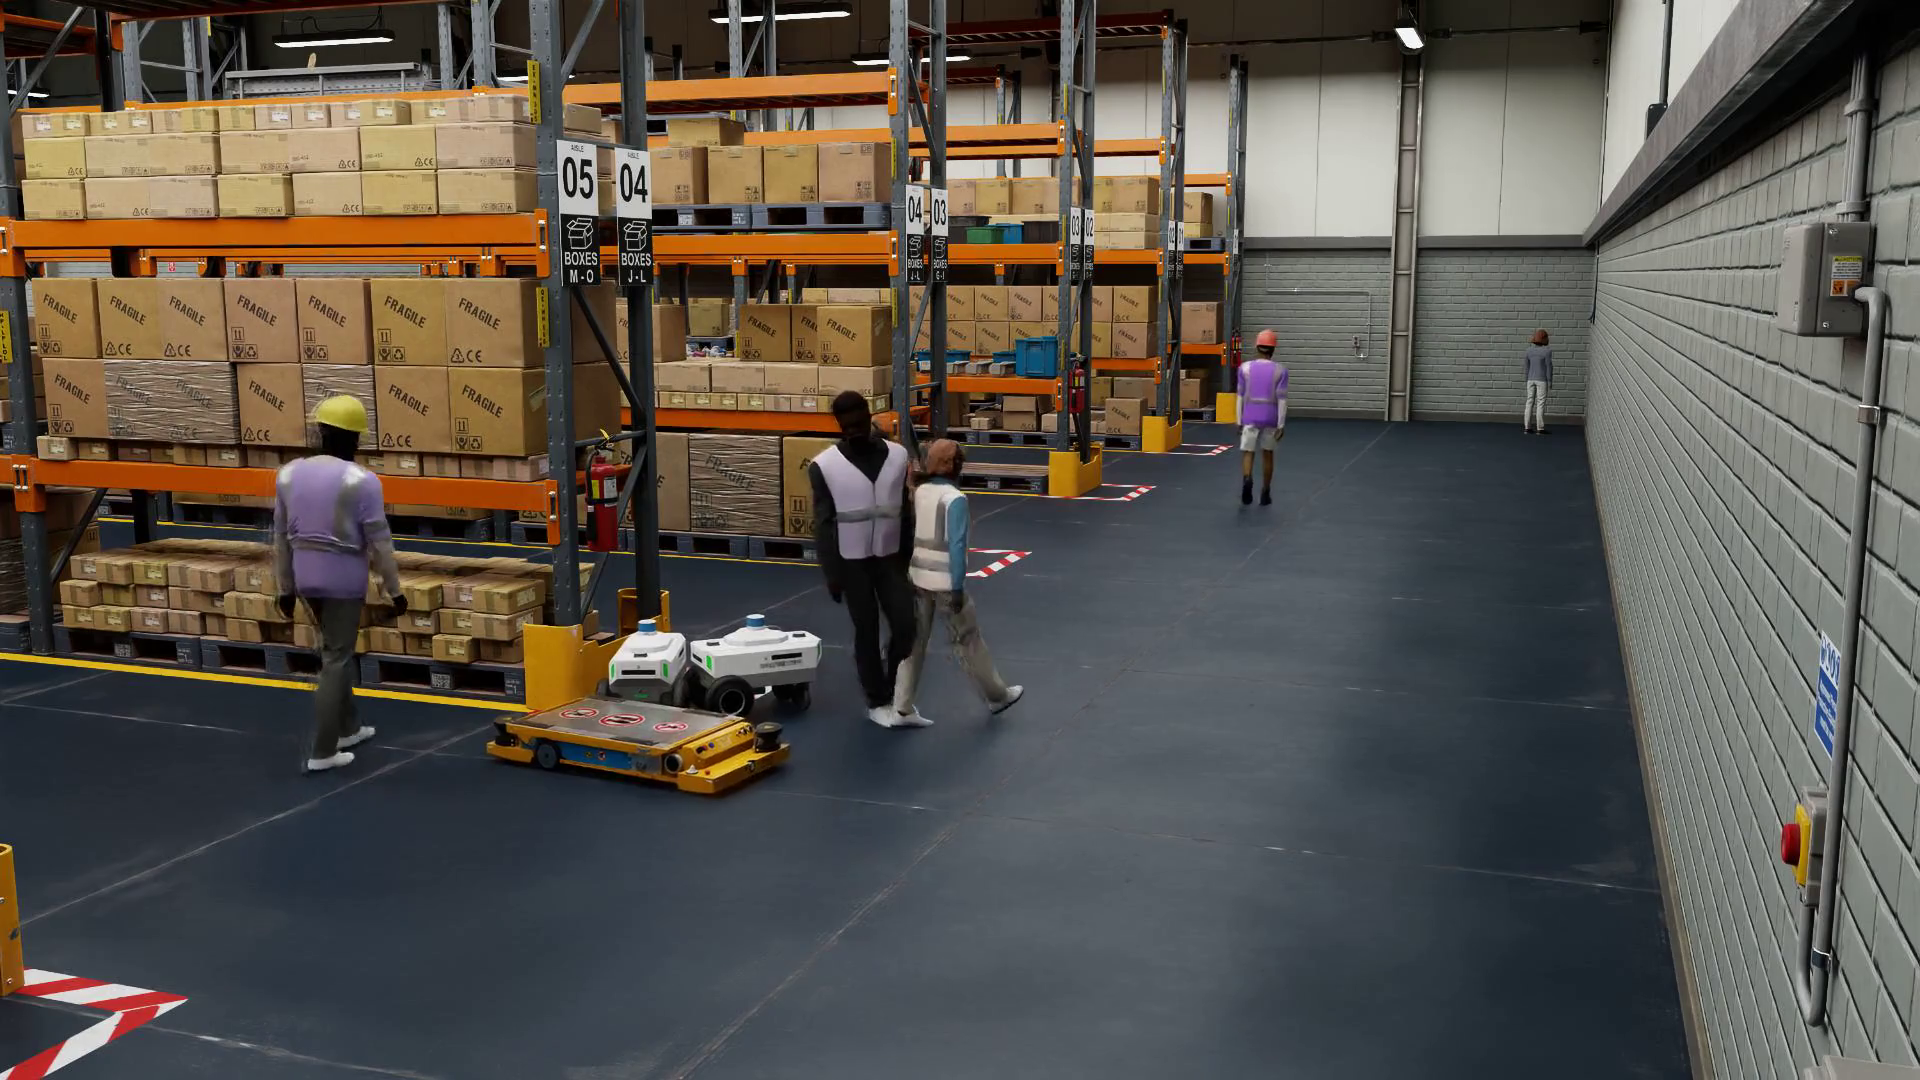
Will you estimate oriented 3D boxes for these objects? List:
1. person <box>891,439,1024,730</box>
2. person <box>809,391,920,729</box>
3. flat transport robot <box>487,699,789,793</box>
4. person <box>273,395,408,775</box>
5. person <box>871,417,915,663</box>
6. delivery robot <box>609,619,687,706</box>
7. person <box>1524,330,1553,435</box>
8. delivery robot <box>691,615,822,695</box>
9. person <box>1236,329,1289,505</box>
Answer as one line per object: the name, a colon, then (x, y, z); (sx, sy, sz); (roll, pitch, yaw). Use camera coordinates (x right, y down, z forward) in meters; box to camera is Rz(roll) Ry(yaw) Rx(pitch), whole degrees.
person: (-0.041, 0.236, 9.235); (0.871, 1.587, 0.532); (-7, 11, -36)
person: (-0.500, 0.124, 9.054); (0.641, 1.874, 0.452); (-5, 11, -30)
flat transport robot: (-1.648, 1.017, 8.479); (1.431, 0.197, 0.652); (5, 10, 27)
person: (-3.113, 0.203, 8.489); (0.608, 1.892, 0.762); (4, 10, 21)
person: (-0.485, 0.002, 10.624); (0.540, 1.614, 0.529); (4, 10, 24)
delivery robot: (-1.749, 0.690, 9.346); (0.477, 0.478, 0.707); (0, 9, -1)
person: (9.025, -2.459, 25.938); (0.281, 1.633, 0.500); (-6, 11, -33)
delivery robot: (-1.156, 0.669, 9.479); (0.707, 0.478, 0.477); (-4, 10, -26)
person: (3.216, -1.290, 17.773); (0.550, 1.914, 0.736); (3, 9, 15)
